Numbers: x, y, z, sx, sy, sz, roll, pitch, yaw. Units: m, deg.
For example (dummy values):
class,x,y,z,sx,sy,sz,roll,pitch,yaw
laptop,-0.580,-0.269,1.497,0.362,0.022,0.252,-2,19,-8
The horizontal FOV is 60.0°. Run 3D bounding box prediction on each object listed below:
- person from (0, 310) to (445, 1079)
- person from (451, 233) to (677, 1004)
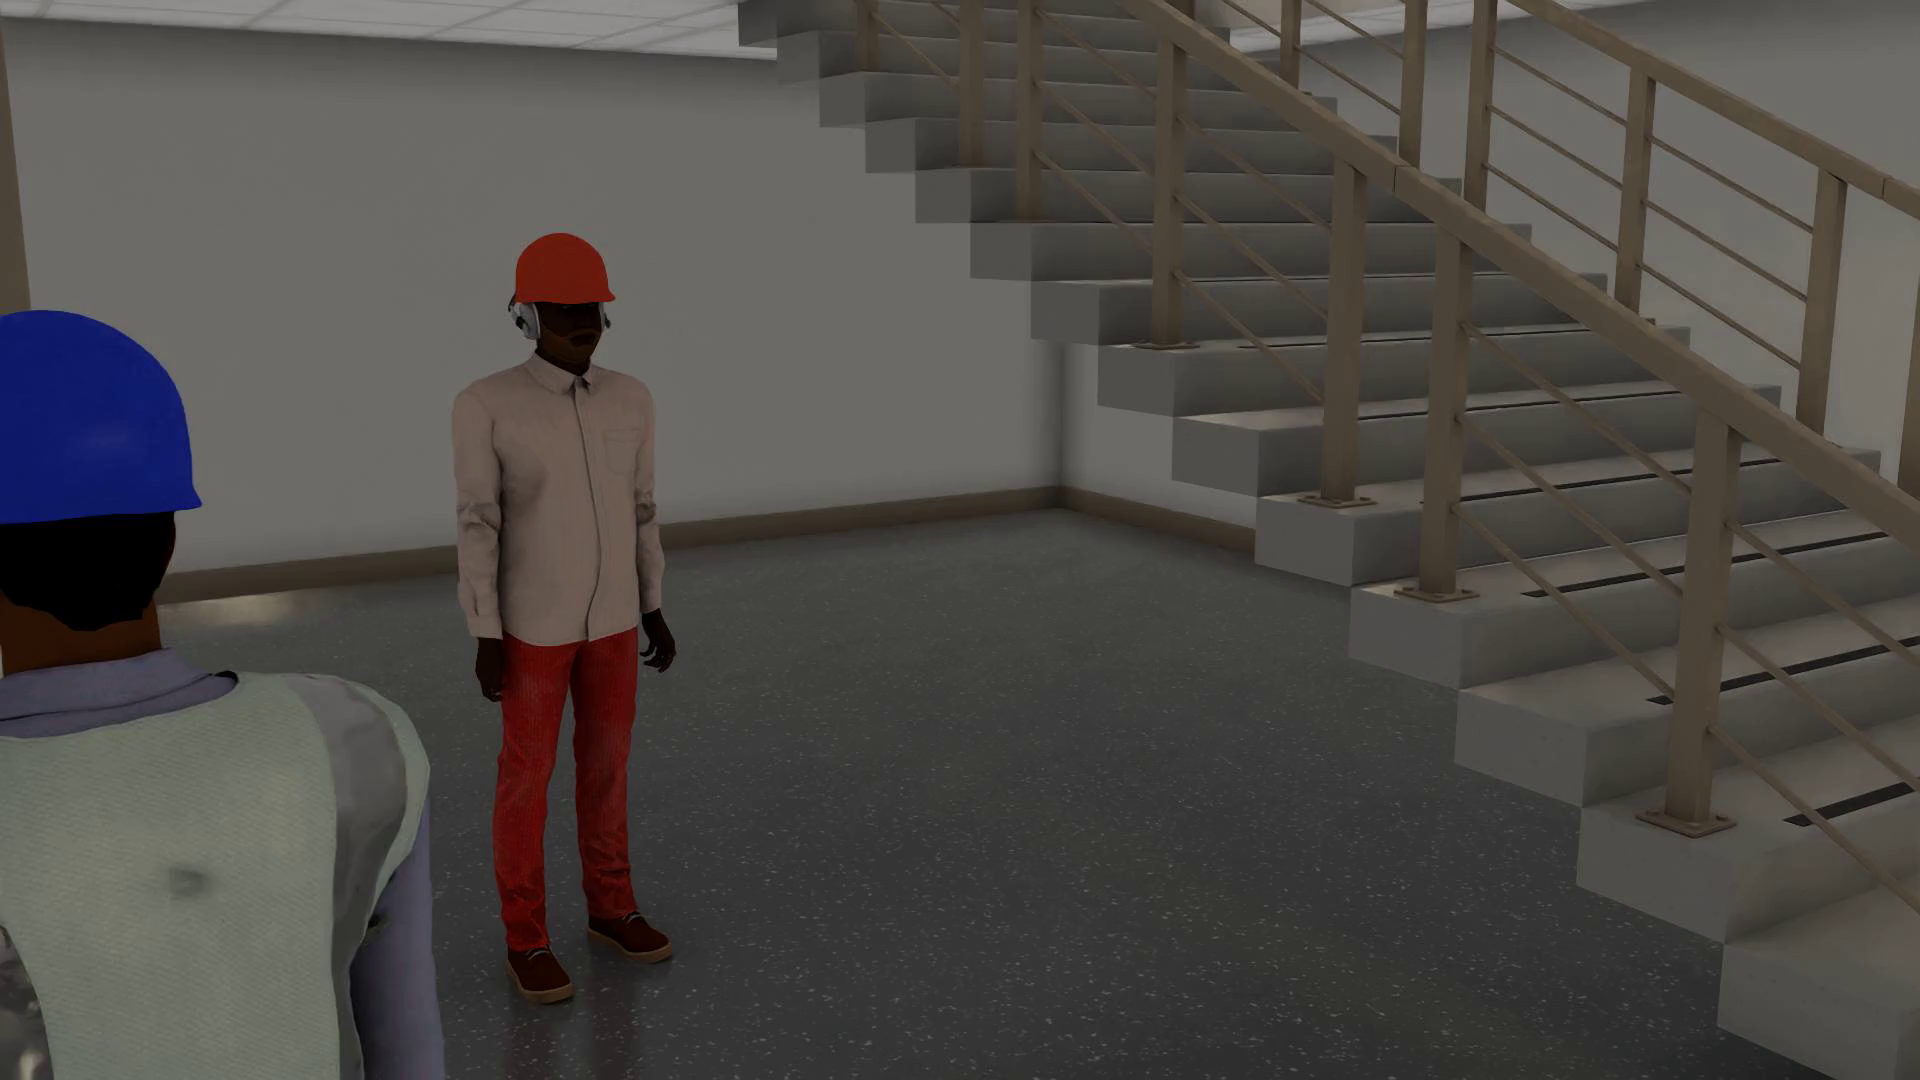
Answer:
class,x,y,z,sx,sy,sz,roll,pitch,yaw
person,-0.753,0.766,1.559,0.396,1.946,0.617,8,13,35
person,-1.027,0.200,4.412,0.379,1.996,0.611,10,15,43
